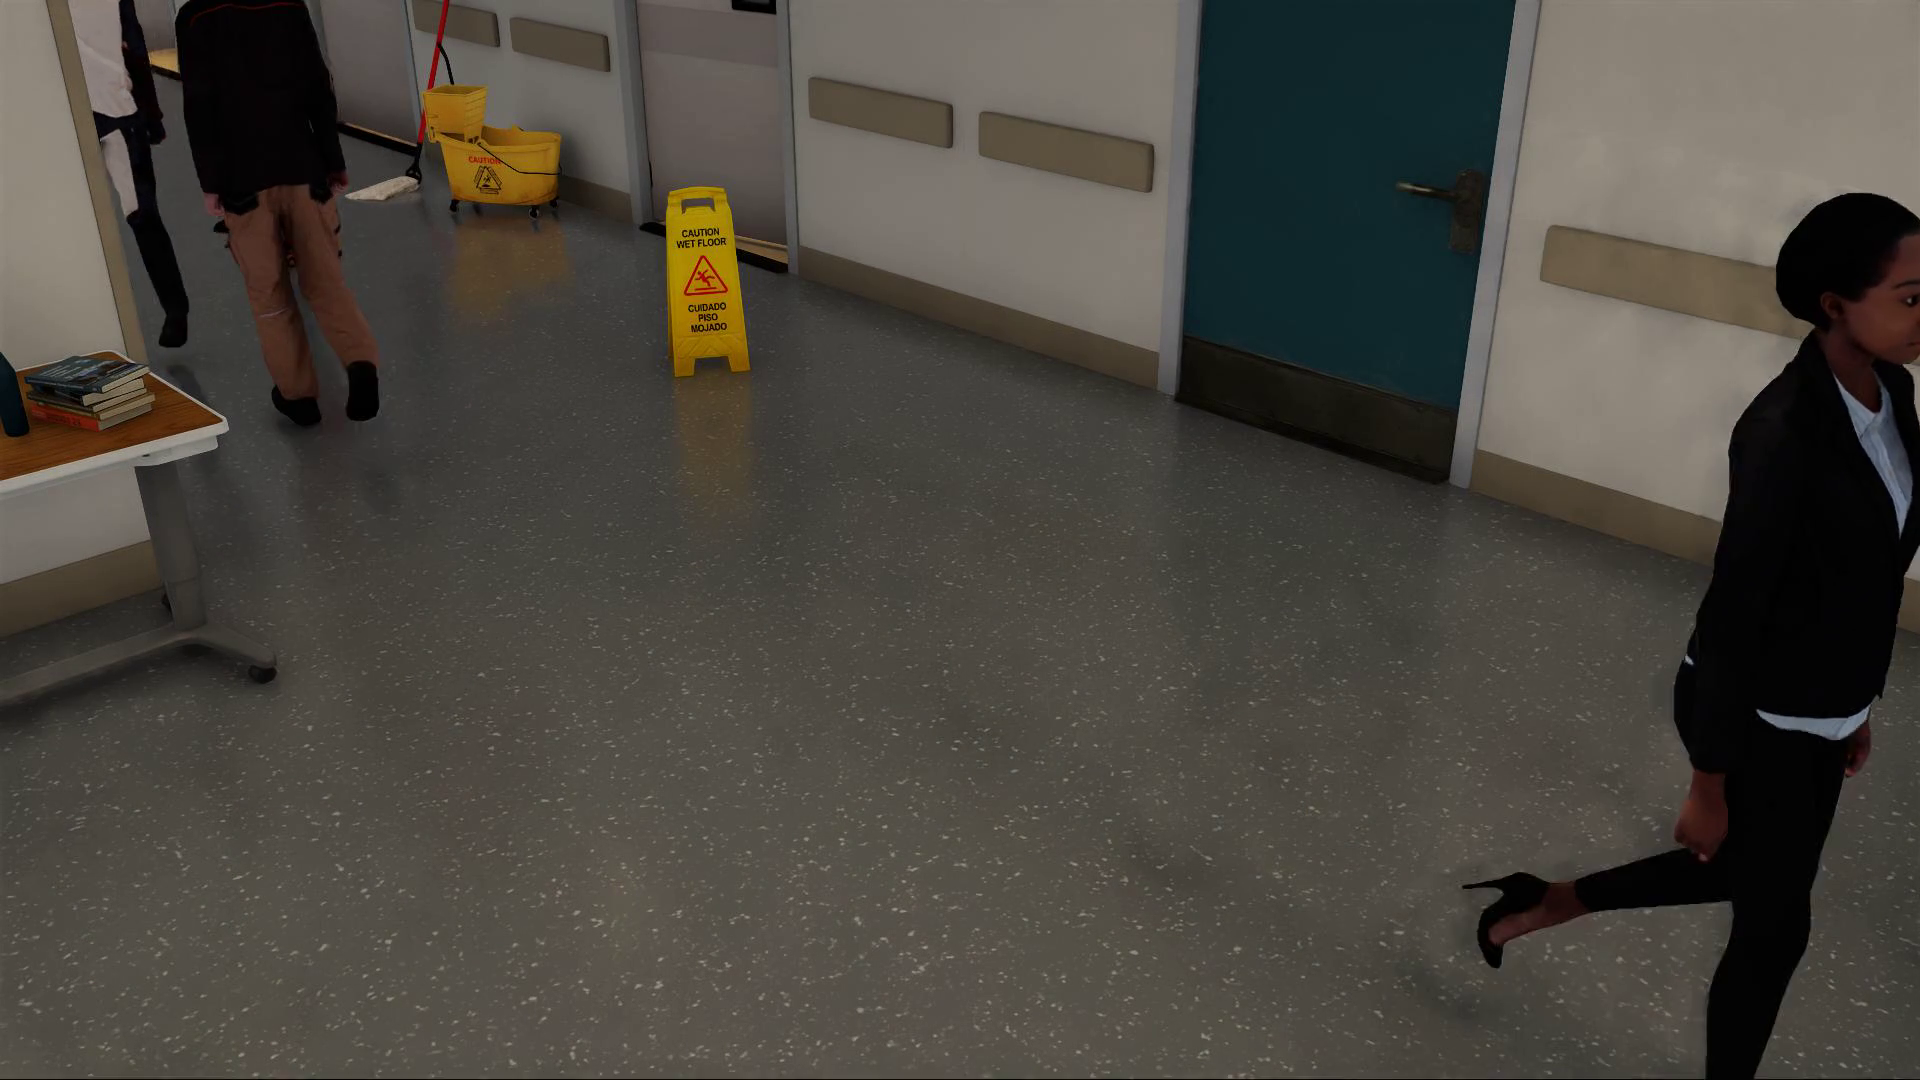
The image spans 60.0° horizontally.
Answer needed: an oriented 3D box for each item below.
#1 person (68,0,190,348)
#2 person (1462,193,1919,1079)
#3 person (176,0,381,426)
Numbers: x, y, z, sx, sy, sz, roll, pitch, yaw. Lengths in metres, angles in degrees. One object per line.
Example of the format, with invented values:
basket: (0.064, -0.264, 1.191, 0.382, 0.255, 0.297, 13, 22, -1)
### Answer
person: (-3.564, -1.697, 6.936, 0.779, 1.858, 1.223, -19, 32, -34)
person: (1.287, 0.312, 2.821, 0.611, 1.815, 0.931, -22, 33, -38)
person: (-2.454, -1.274, 6.004, 0.716, 1.906, 0.987, -22, 33, -38)
